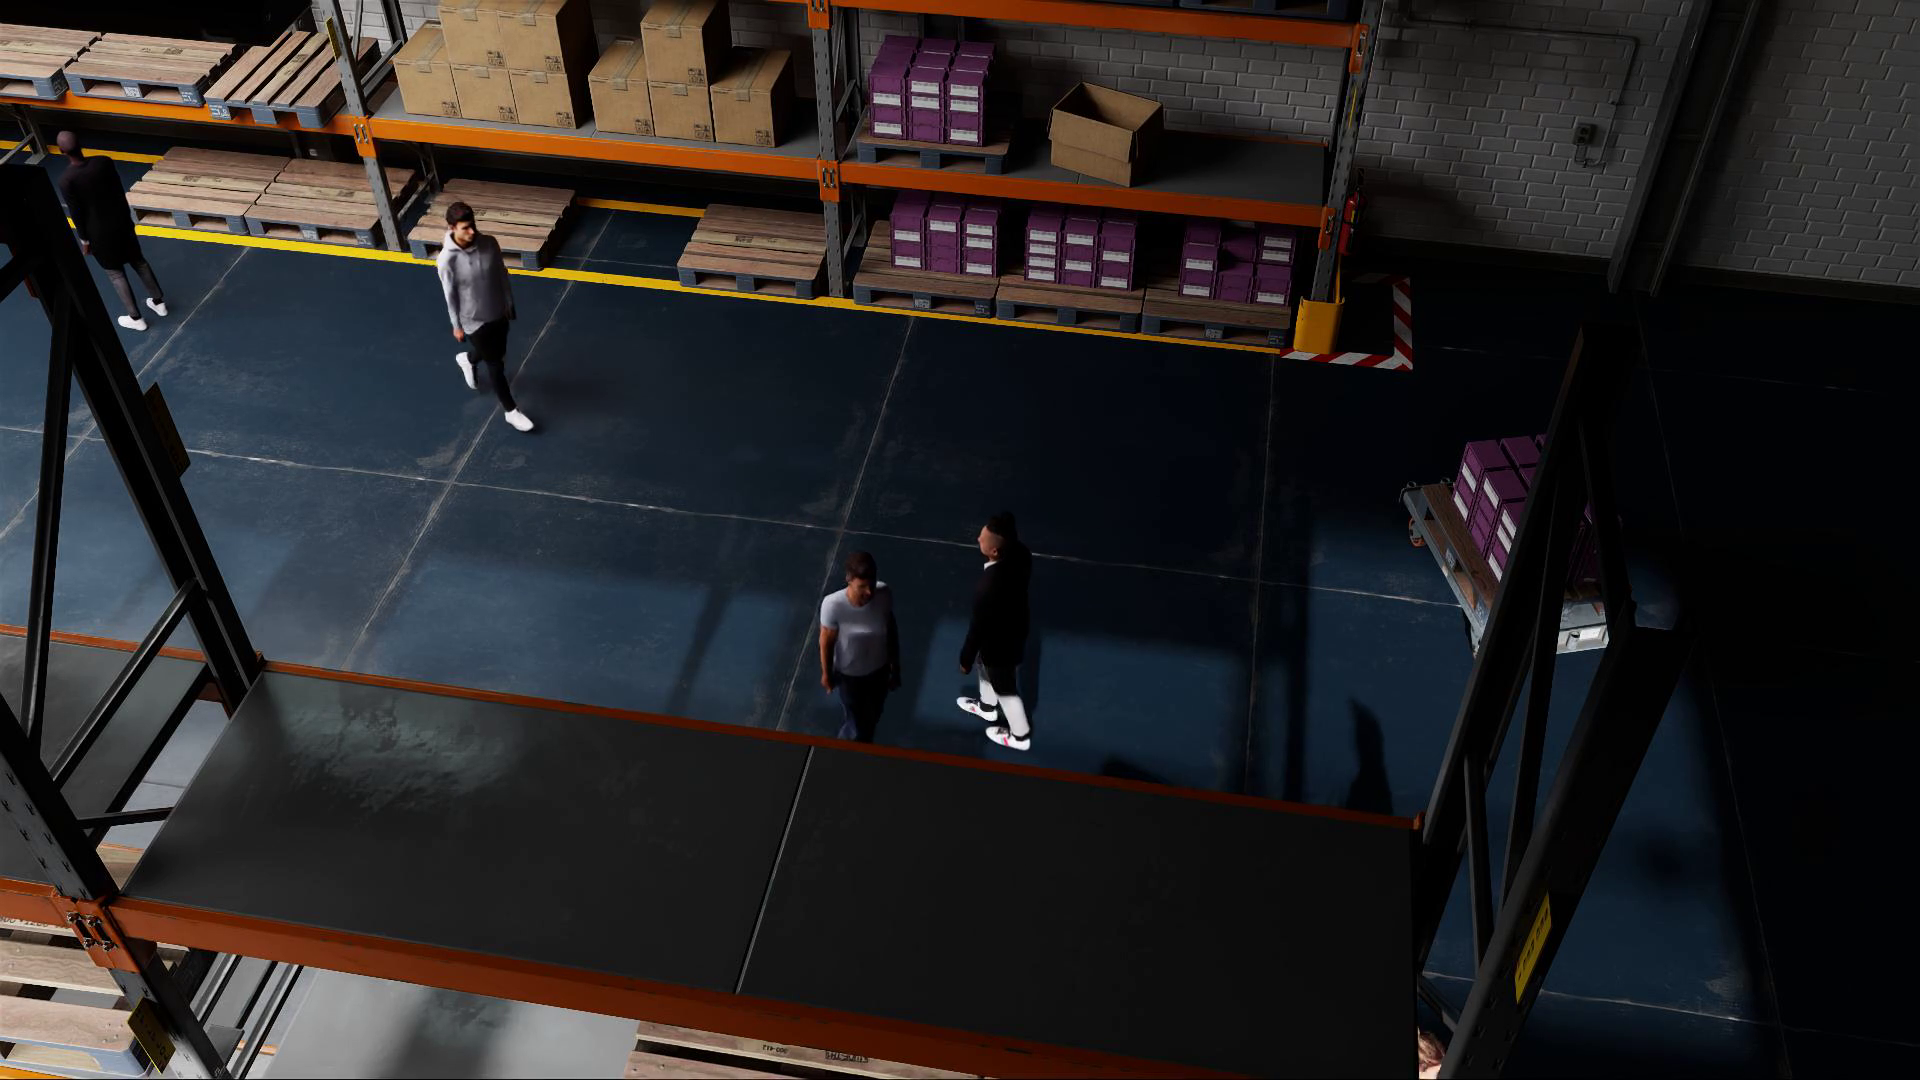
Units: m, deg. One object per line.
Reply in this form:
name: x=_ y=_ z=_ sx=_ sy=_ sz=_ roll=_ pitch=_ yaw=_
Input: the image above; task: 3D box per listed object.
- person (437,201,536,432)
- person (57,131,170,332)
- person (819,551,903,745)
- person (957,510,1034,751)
person: x=-3.635 y=-1.714 z=12.425 sx=1.256 sy=1.898 sz=1.053 roll=30 pitch=51 yaw=28
person: x=-6.820 y=-2.486 z=13.334 sx=0.696 sy=1.762 sz=0.720 roll=24 pitch=49 yaw=23
person: x=-0.623 y=0.696 z=9.927 sx=0.728 sy=1.856 sz=0.793 roll=-21 pitch=48 yaw=-21
person: x=0.336 y=0.592 z=9.977 sx=0.907 sy=1.937 sz=0.852 roll=18 pitch=47 yaw=18
